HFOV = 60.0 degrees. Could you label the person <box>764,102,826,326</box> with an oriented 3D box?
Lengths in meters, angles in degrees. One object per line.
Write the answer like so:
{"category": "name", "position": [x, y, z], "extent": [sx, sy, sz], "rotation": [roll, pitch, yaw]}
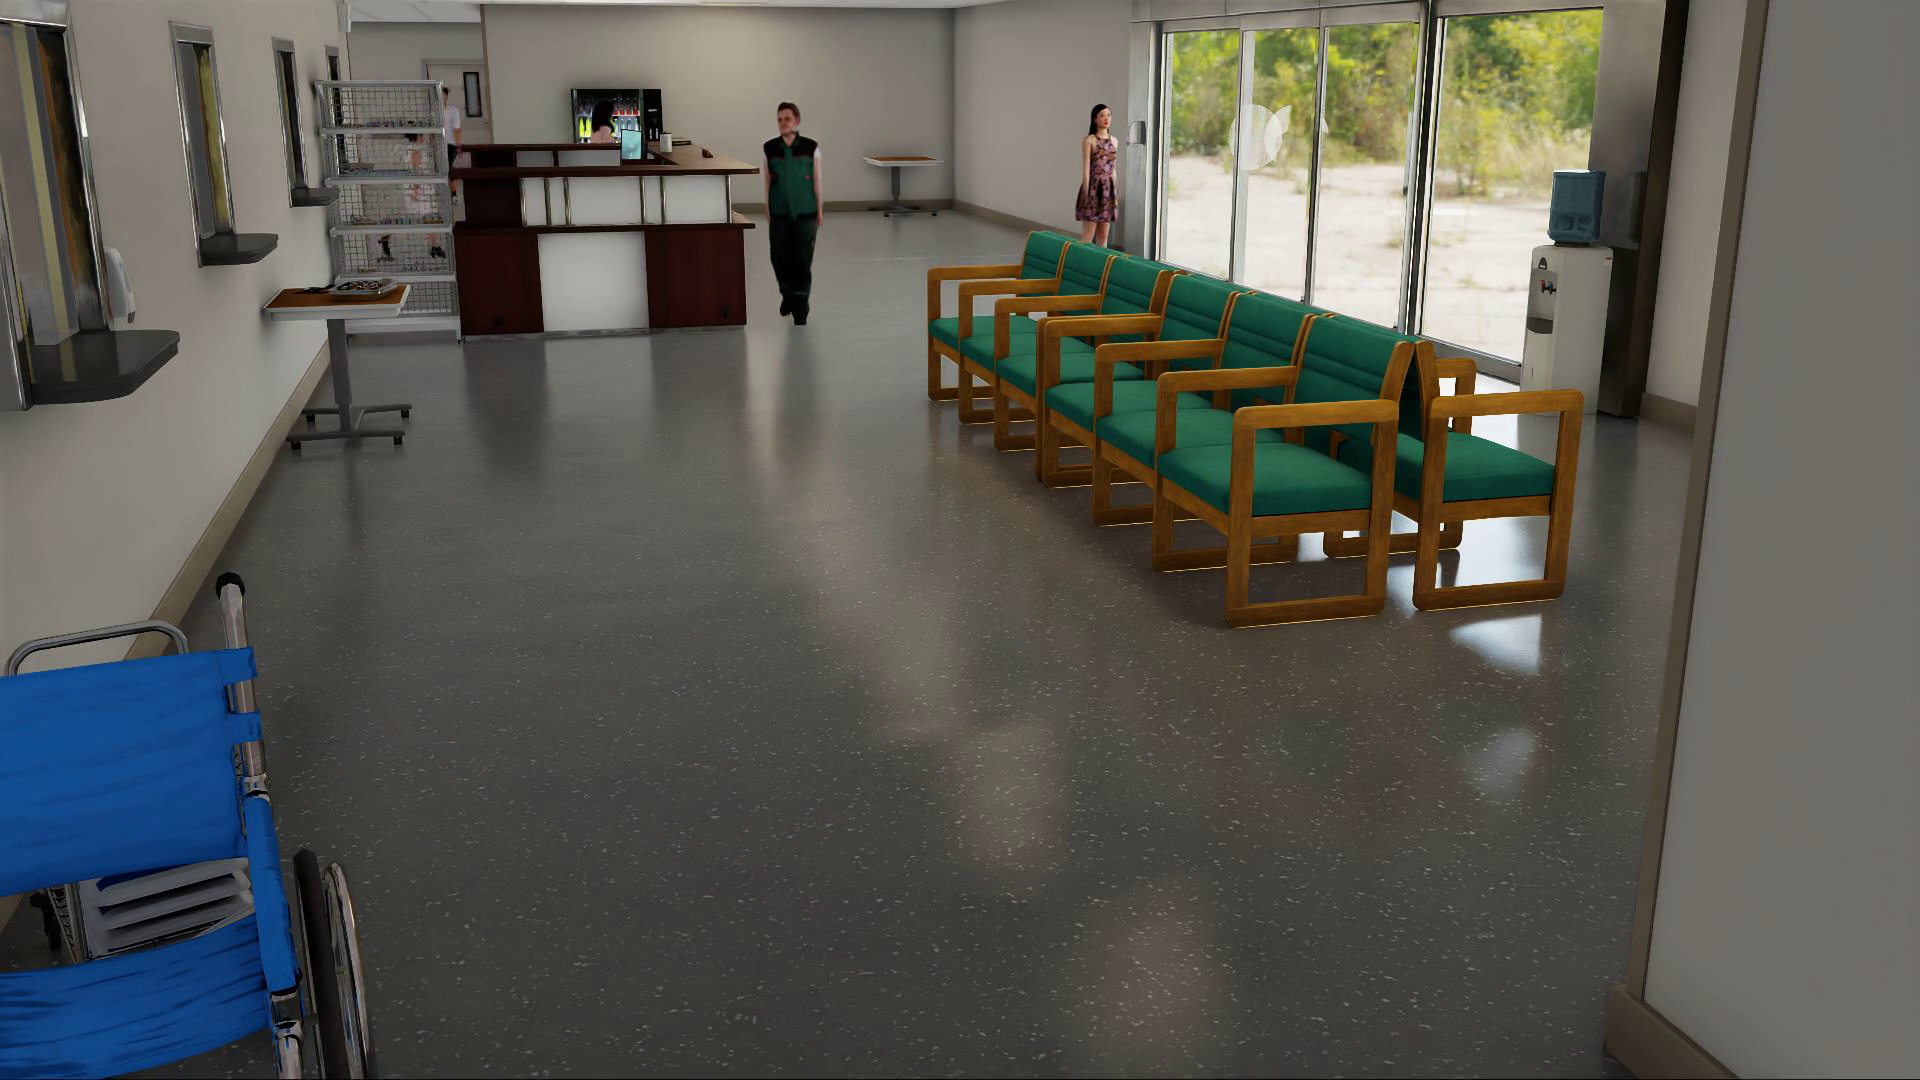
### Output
{"category": "person", "position": [-1.384, -2.723, 13.926], "extent": [0.760, 1.829, 0.803], "rotation": [-1, 16, -2]}

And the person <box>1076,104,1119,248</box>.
{"category": "person", "position": [1.346, -3.314, 16.124], "extent": [0.717, 1.773, 0.814], "rotation": [-10, 19, -33]}

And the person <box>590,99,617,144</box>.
{"category": "person", "position": [-4.318, -4.314, 19.744], "extent": [1.190, 1.733, 0.919], "rotation": [-13, 20, -39]}

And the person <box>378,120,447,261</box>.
{"category": "person", "position": [-6.104, -3.846, 18.467], "extent": [1.050, 1.526, 0.748], "rotation": [-10, 19, -33]}

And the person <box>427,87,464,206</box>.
{"category": "person", "position": [-8.053, -6.218, 26.308], "extent": [0.809, 1.837, 0.905], "rotation": [6, 17, 20]}
